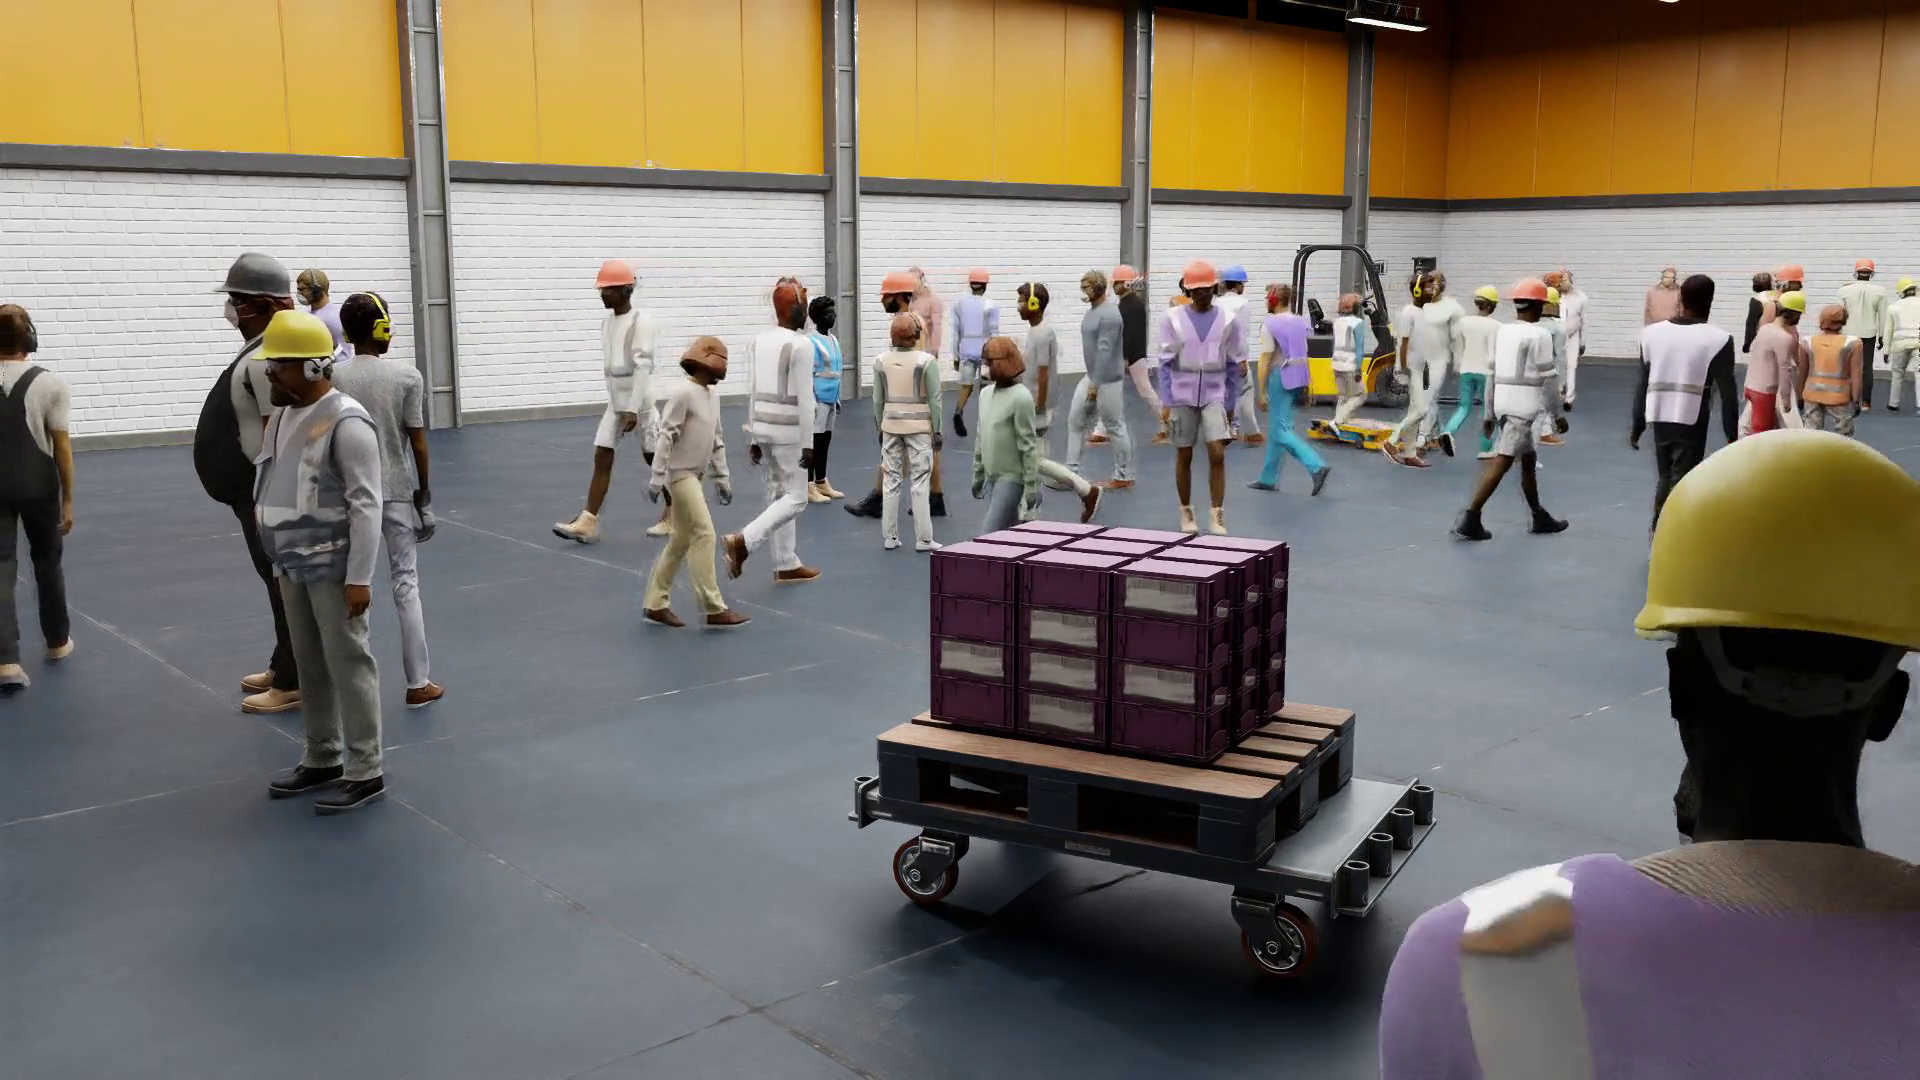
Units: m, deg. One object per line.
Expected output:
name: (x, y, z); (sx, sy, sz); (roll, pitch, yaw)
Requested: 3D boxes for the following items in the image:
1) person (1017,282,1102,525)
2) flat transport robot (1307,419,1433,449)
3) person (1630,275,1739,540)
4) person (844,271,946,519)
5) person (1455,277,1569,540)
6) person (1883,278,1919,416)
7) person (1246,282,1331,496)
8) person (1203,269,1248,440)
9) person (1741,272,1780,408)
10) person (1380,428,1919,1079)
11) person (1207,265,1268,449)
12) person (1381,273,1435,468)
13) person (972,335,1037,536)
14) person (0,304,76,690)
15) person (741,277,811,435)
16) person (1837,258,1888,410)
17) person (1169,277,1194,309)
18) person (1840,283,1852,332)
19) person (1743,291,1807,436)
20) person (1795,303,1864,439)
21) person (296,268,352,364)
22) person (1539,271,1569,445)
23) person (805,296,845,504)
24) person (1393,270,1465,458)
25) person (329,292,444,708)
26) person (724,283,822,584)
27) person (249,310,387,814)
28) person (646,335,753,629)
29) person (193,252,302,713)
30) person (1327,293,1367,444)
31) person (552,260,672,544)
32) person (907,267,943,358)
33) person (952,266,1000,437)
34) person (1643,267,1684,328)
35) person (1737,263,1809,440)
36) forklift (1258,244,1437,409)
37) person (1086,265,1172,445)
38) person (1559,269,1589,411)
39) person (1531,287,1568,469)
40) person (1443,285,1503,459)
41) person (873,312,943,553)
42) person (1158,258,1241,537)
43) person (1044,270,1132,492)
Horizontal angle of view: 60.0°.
person: (0.655, -0.963, 12.199); (0.692, 1.839, 0.523); (0, 10, -2)
flat transport robot: (4.381, -1.148, 17.833); (0.652, 0.197, 1.431); (-3, 10, -19)
person: (4.688, -0.740, 10.678); (0.625, 1.898, 0.638); (-8, 12, -38)
person: (-0.519, -1.109, 12.836); (0.907, 1.893, 0.570); (0, 10, -1)
person: (3.978, -0.936, 11.920); (1.027, 1.882, 0.538); (-3, 10, -18)
person: (12.160, -2.464, 21.250); (0.646, 1.762, 0.887); (5, 11, 27)
person: (2.813, -1.281, 14.138); (0.814, 1.812, 0.587); (9, 13, 43)
person: (2.879, -2.049, 18.422); (0.399, 1.889, 0.788); (-5, 11, -28)
person: (10.763, -2.676, 22.309); (0.661, 1.803, 0.727); (-7, 12, -35)
person: (0.591, 0.872, 1.265); (0.606, 1.893, 0.681); (3, 10, 18)
person: (2.942, -1.922, 17.538); (0.866, 1.913, 0.645); (-7, 12, -34)
person: (4.342, -1.598, 15.831); (0.396, 1.857, 0.557); (6, 11, 32)
person: (0.293, -0.338, 9.222); (0.802, 1.602, 0.512); (-5, 11, -27)
person: (-4.493, -0.218, 7.930); (0.525, 1.802, 0.960); (-4, 10, -21)
person: (-1.905, -1.937, 17.987); (0.941, 1.791, 0.657); (0, 10, -2)
person: (11.836, -2.703, 21.900); (0.626, 1.991, 0.393); (4, 11, 24)
person: (3.625, -3.400, 26.876); (0.530, 1.691, 0.321); (4, 10, 21)
person: (12.639, -2.843, 23.775); (0.282, 1.633, 0.500); (6, 11, 32)
person: (6.883, -1.251, 14.160); (0.483, 1.732, 0.548); (1, 10, 6)
person: (7.279, -1.164, 13.943); (0.367, 1.624, 0.543); (-9, 13, -43)
person: (-4.849, -1.102, 12.709); (0.370, 1.934, 0.627); (-9, 13, -43)
person: (6.300, -1.963, 17.939); (0.591, 1.865, 0.605); (-6, 12, -33)
person: (-1.136, -1.152, 13.686); (0.321, 1.697, 0.529); (4, 10, 20)
person: (4.804, -1.801, 16.970); (0.640, 1.894, 1.033); (8, 13, 39)
person: (-2.610, -0.164, 7.422); (0.519, 1.865, 0.335); (-1, 10, -5)
person: (-1.156, -0.617, 10.061); (0.703, 1.867, 0.589); (-8, 13, -41)
person: (-2.350, 0.081, 6.078); (0.600, 1.829, 0.404); (8, 13, 39)
person: (-1.409, -0.309, 9.031); (0.704, 1.589, 0.569); (2, 10, 10)
person: (-3.132, -0.259, 7.455); (0.537, 2.000, 0.682); (-4, 10, -22)
person: (4.163, -1.835, 17.865); (0.383, 1.623, 0.530); (-4, 10, -21)
person: (-2.384, -0.966, 11.749); (0.635, 1.989, 1.038); (9, 13, 42)
person: (-0.563, -2.351, 20.145); (0.680, 1.883, 0.689); (4, 11, 24)
person: (0.160, -2.056, 18.352); (0.549, 1.916, 0.748); (4, 10, 21)
person: (11.008, -3.325, 25.971); (0.644, 1.857, 0.928); (5, 11, 29)
person: (8.189, -1.754, 16.469); (1.012, 1.937, 0.624); (7, 12, 35)
forklift: (5.256, -2.933, 22.661); (2.313, 2.155, 1.214); (3, 10, 16)
person: (1.860, -1.975, 17.833); (1.054, 1.944, 0.602); (-3, 10, -19)
person: (7.927, -2.625, 21.912); (0.641, 1.856, 1.032); (4, 10, 20)
person: (5.559, -1.535, 15.833); (0.582, 1.723, 0.518); (-7, 12, -36)
person: (5.093, -1.647, 16.446); (0.654, 1.741, 0.518); (-8, 13, -40)
person: (-0.357, -0.731, 11.378); (0.513, 1.645, 0.307); (4, 11, 24)
person: (1.710, -0.982, 11.825); (0.605, 2.000, 0.825); (0, 10, 0)
person: (1.094, -1.337, 14.193); (0.884, 1.902, 0.636); (-3, 10, -19)
